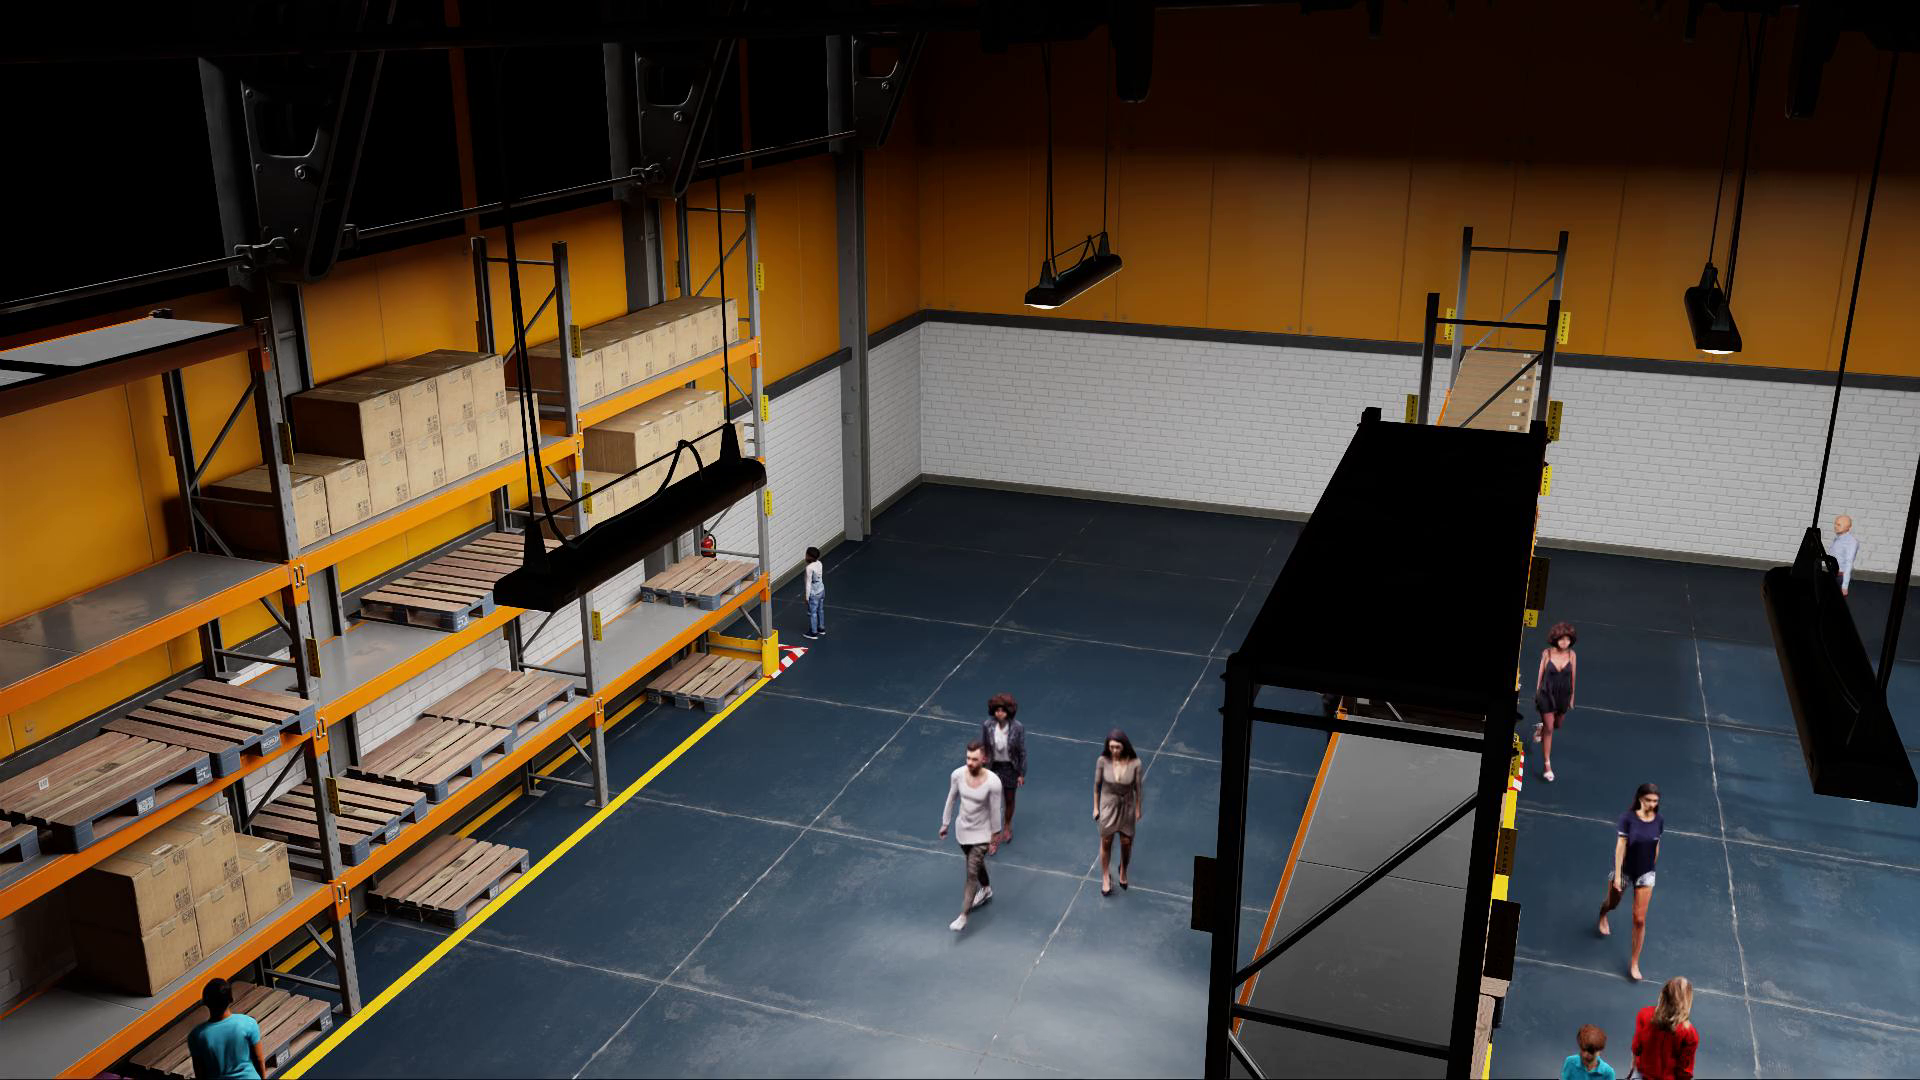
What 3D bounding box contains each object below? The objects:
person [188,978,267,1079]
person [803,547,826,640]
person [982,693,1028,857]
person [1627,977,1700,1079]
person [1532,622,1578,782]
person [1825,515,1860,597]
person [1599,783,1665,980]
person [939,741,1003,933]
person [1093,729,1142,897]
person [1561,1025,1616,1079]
[{"bbox_3d":[-5.158,3.909,11.818,0.679,1.777,0.738,-8,20,-23],"label":"person"},{"bbox_3d":[-1.944,0.685,22.200,0.547,1.260,0.446,9,21,26],"label":"person"},{"bbox_3d":[0.449,2.295,16.766,0.732,1.677,0.868,3,19,9],"label":"person"},{"bbox_3d":[4.950,3.927,11.907,0.847,1.686,1.018,17,25,41],"label":"person"},{"bbox_3d":[6.517,1.723,18.338,0.775,1.759,1.125,1,19,3],"label":"person"},{"bbox_3d":[11.580,0.533,21.841,0.848,1.779,0.857,0,19,0],"label":"person"},{"bbox_3d":[5.941,2.933,14.791,0.749,1.728,1.169,2,19,7],"label":"person"},{"bbox_3d":[0.163,2.670,15.470,0.854,1.794,1.184,11,22,31],"label":"person"},{"bbox_3d":[1.495,2.564,15.876,0.678,1.736,0.672,2,19,6],"label":"person"},{"bbox_3d":[4.482,4.073,11.871,0.582,1.432,0.886,10,21,26],"label":"person"}]
